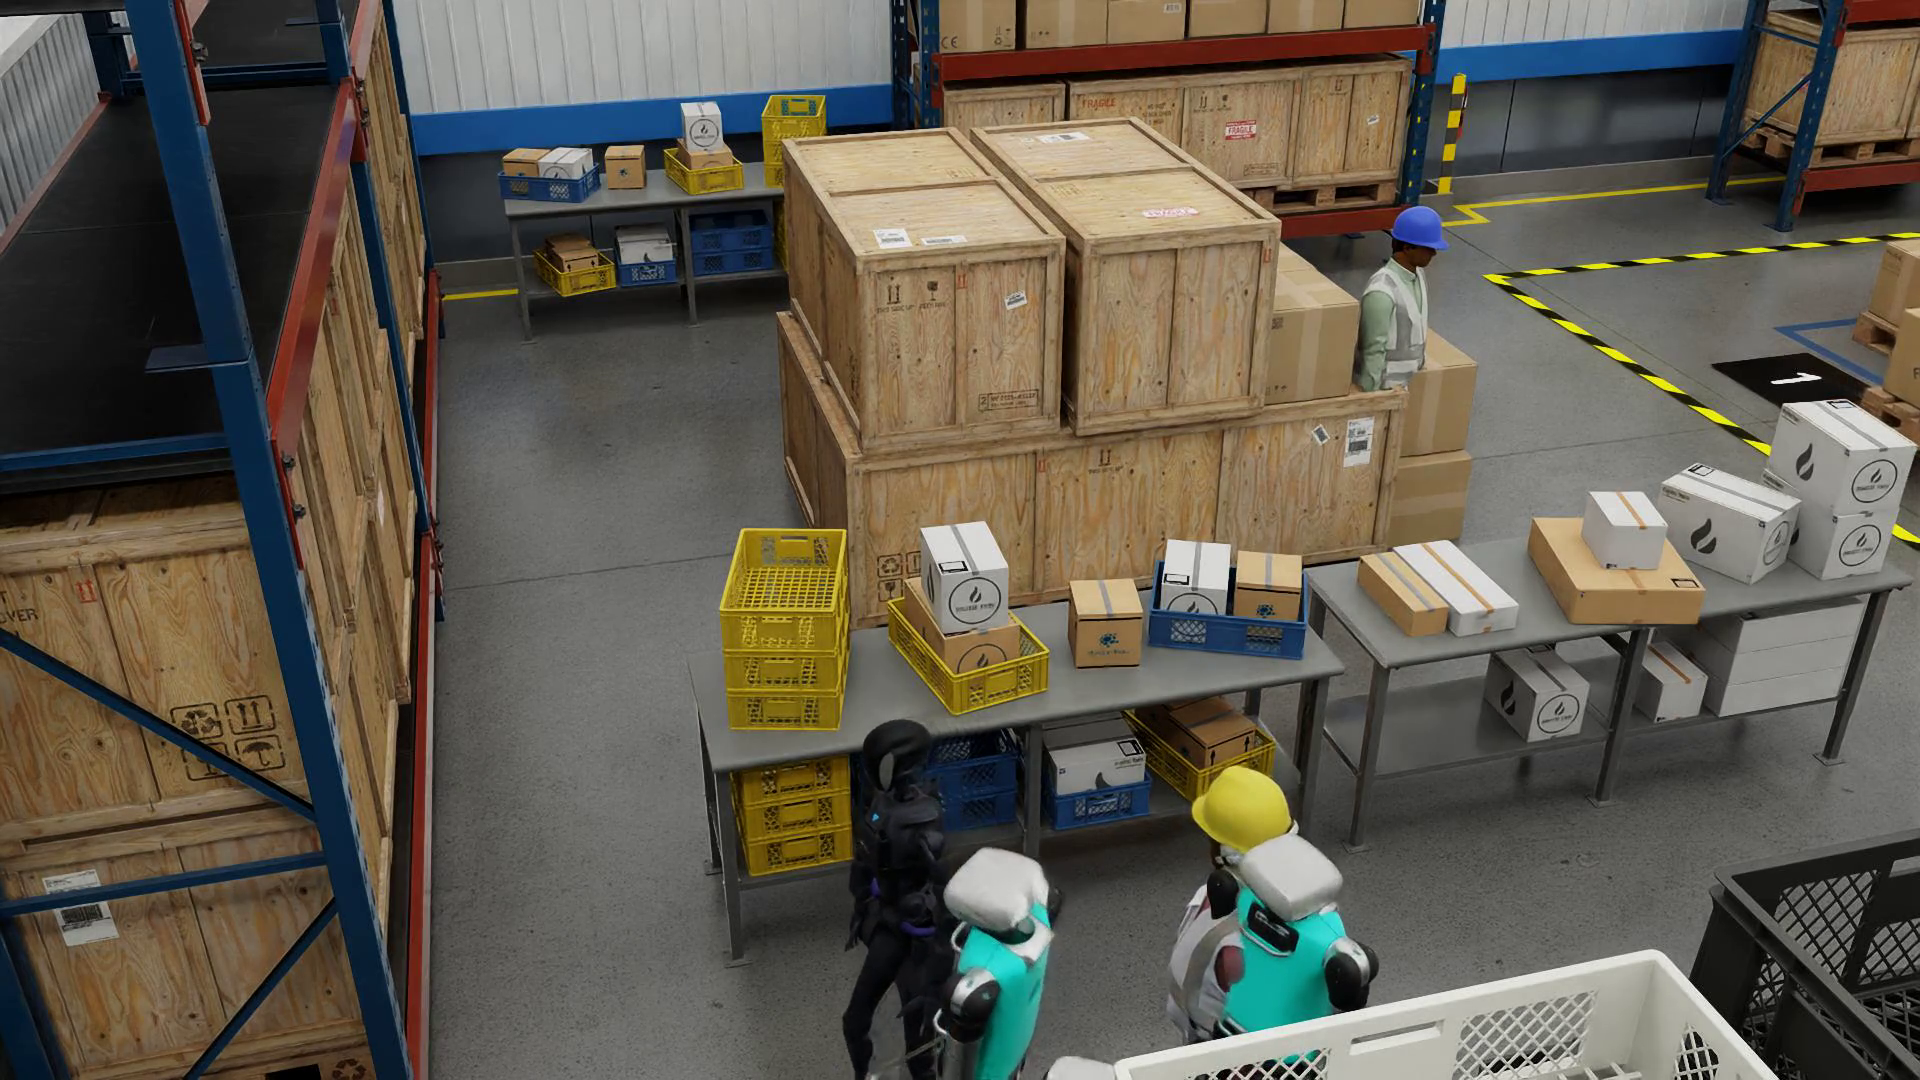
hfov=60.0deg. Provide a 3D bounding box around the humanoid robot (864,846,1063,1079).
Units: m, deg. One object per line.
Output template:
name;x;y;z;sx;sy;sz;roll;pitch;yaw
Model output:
humanoid robot;-0.105;1.545;4.719;0.723;1.727;0.530;14;32;23

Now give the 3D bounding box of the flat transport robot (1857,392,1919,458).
flat transport robot;6.184;-0.564;10.112;0.652;0.197;1.431;-7;30;-13

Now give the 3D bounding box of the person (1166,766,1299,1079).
person;0.801;1.434;4.897;0.404;1.828;0.590;8;30;14

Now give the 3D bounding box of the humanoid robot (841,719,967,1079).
humanoid robot;-0.200;1.303;5.294;0.391;1.652;0.607;-17;33;-27

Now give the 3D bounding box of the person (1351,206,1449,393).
person;2.303;-0.851;8.935;0.411;1.939;0.602;18;34;30

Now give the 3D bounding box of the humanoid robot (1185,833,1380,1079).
humanoid robot;0.682;1.663;4.564;0.738;1.780;0.536;-21;35;-33

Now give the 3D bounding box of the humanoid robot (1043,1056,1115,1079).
humanoid robot;0.468;1.967;4.028;0.671;1.796;0.539;2;29;3
